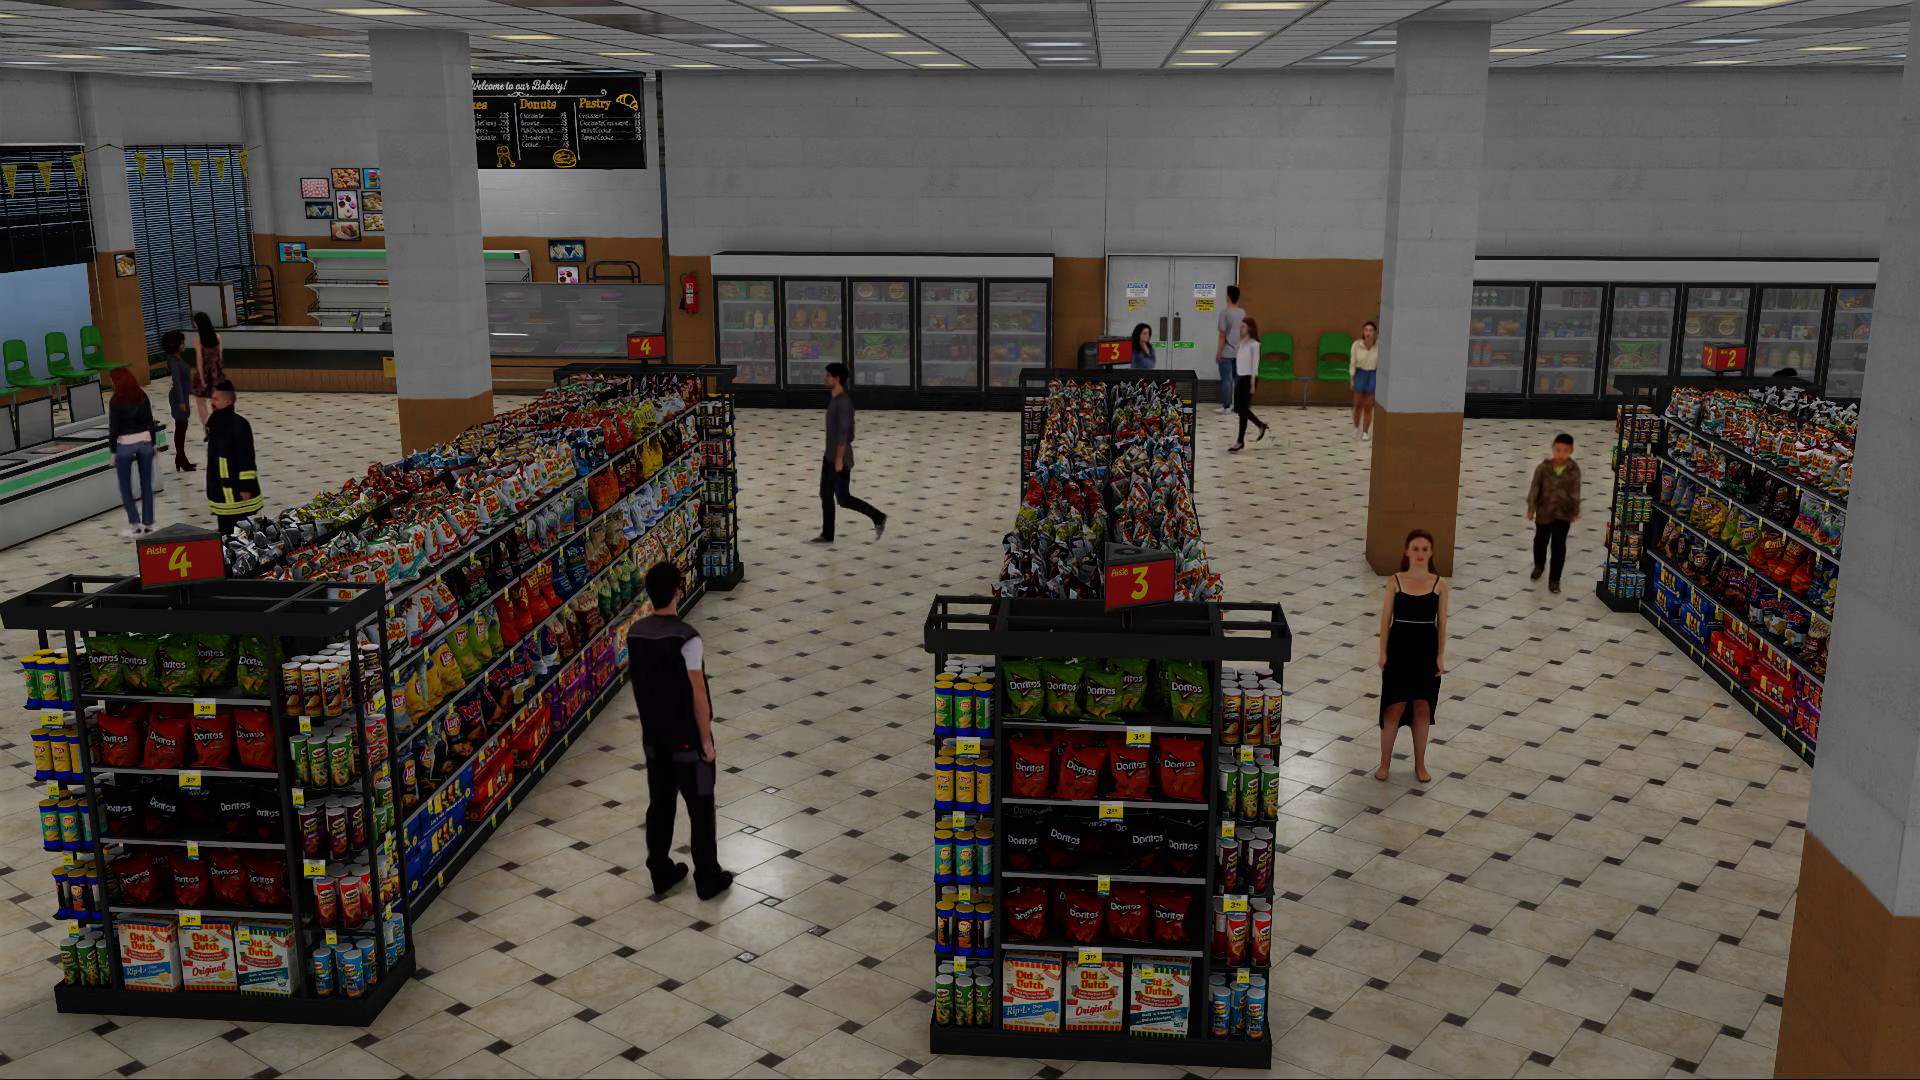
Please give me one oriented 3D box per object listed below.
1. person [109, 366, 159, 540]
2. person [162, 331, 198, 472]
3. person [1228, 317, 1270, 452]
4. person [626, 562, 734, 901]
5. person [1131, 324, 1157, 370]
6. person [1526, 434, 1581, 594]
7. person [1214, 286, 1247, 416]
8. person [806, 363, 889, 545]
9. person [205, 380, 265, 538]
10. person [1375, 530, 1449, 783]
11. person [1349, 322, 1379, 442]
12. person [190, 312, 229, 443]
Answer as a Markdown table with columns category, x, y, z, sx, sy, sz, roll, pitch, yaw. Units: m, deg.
| category | x | y | z | sx | sy | sz | roll | pitch | yaw |
| --- | --- | --- | --- | --- | --- | --- | --- | --- | --- |
| person | -8.425 | -0.902 | 16.998 | 0.696 | 1.774 | 0.781 | -9 | 16 | -32 |
| person | -9.610 | -1.713 | 20.480 | 0.725 | 1.710 | 0.593 | -5 | 15 | -20 |
| person | 3.804 | -2.010 | 21.625 | 0.876 | 1.747 | 0.902 | -5 | 15 | -20 |
| person | -1.562 | 1.034 | 8.872 | 0.786 | 1.843 | 0.760 | 7 | 15 | 28 |
| person | 2.225 | -1.831 | 20.860 | 0.761 | 1.760 | 0.825 | -12 | 18 | -41 |
| person | 5.388 | -0.264 | 15.114 | 0.770 | 1.422 | 1.061 | 5 | 14 | 20 |
| person | 4.019 | -2.813 | 24.640 | 0.751 | 1.887 | 0.784 | -9 | 16 | -33 |
| person | -1.122 | -0.827 | 16.581 | 0.984 | 1.826 | 1.084 | -4 | 14 | -15 |
| person | -6.726 | -0.557 | 15.397 | 0.870 | 1.860 | 0.885 | 10 | 17 | 35 |
| person | 2.883 | 0.727 | 10.598 | 0.571 | 1.625 | 0.581 | 2 | 14 | 9 |
| person | 5.501 | -2.146 | 22.461 | 0.661 | 1.618 | 0.608 | 3 | 14 | 12 |
| person | -9.949 | -2.135 | 22.110 | 0.848 | 1.762 | 0.792 | 10 | 17 | 35 |
